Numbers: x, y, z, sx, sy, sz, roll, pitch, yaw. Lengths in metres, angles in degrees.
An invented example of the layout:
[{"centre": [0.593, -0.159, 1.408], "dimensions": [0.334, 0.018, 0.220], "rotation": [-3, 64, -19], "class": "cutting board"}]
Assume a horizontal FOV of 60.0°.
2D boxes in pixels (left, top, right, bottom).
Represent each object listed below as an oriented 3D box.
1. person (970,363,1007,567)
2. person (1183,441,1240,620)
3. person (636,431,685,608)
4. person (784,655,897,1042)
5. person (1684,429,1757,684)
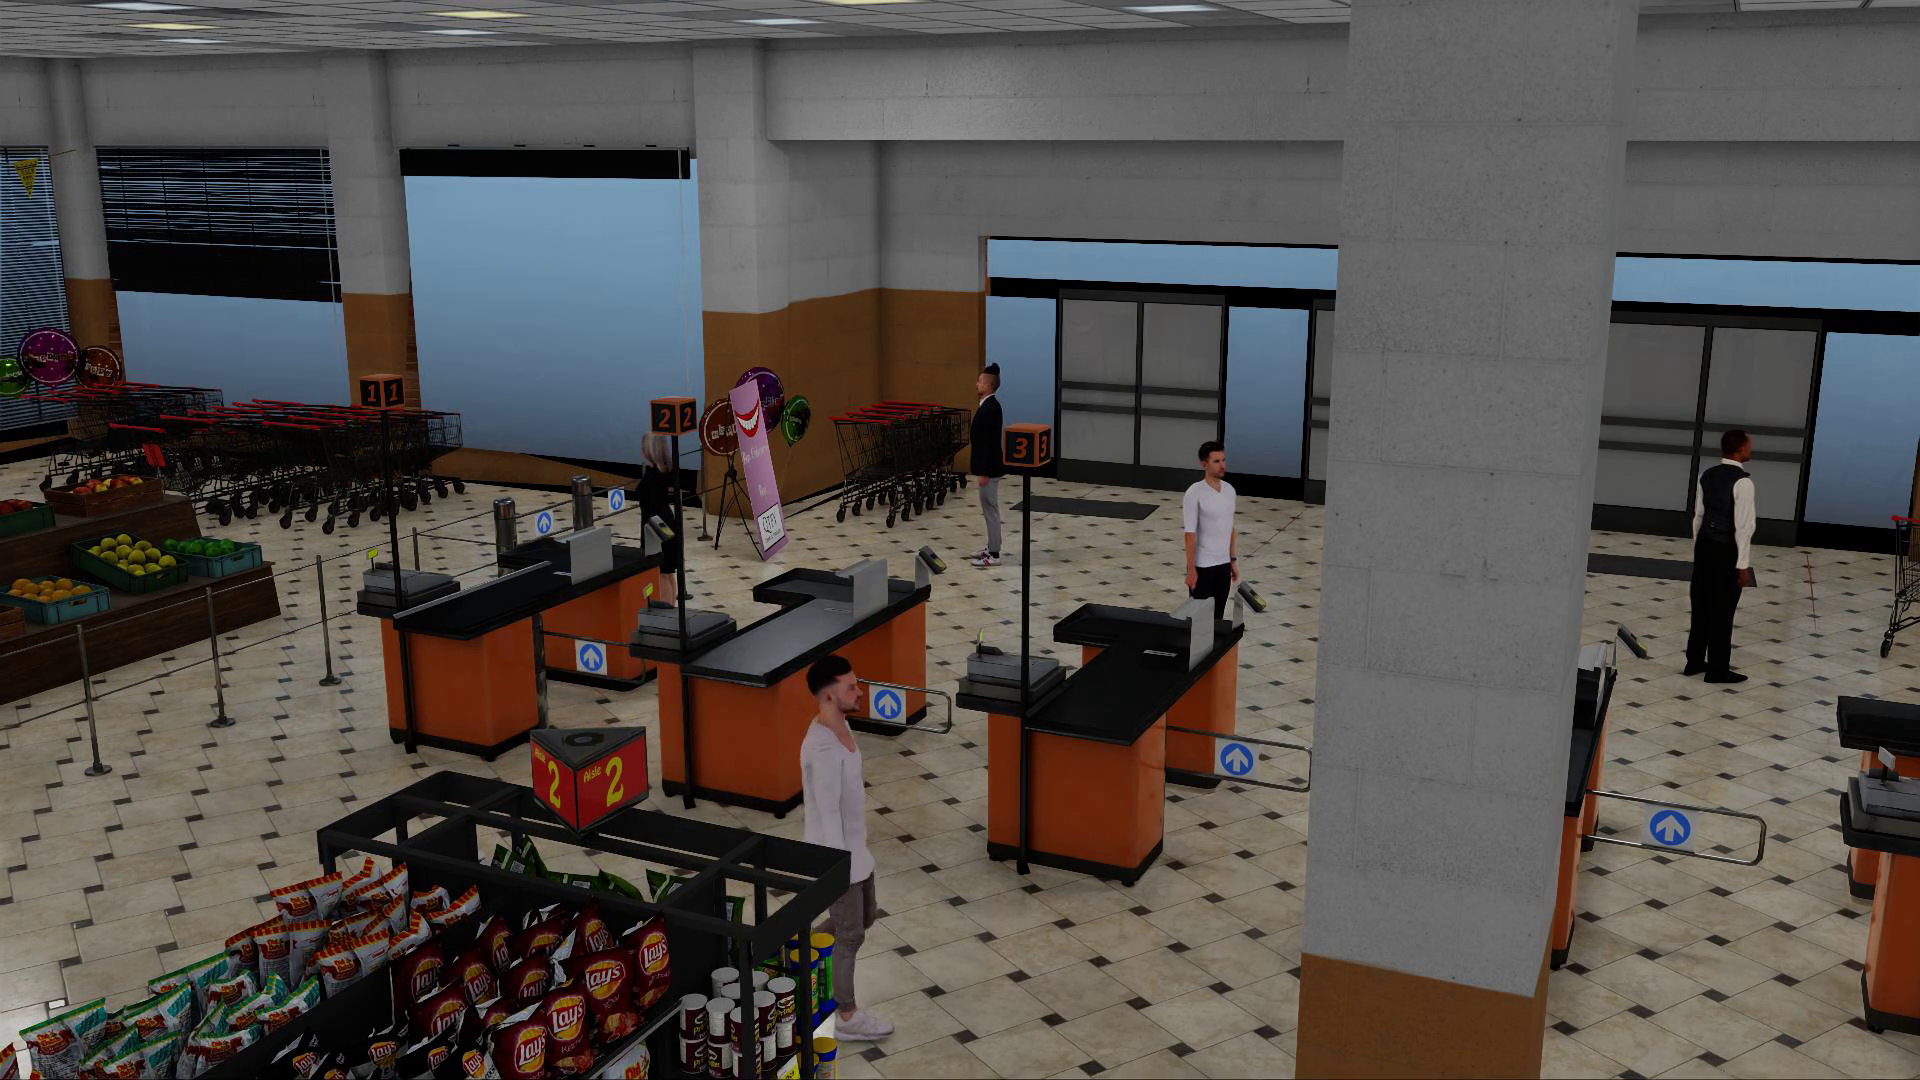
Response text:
[{"centre": [0.277, -0.732, 15.982], "dimensions": [0.852, 1.950, 0.689], "rotation": [0, 14, 1], "class": "person"}, {"centre": [1.865, 0.171, 12.468], "dimensions": [0.679, 1.851, 0.813], "rotation": [-10, 17, -36], "class": "person"}, {"centre": [-2.455, -0.034, 13.537], "dimensions": [0.738, 1.746, 0.619], "rotation": [1, 14, 4], "class": "person"}, {"centre": [-0.614, 1.394, 7.478], "dimensions": [0.903, 1.826, 0.919], "rotation": [1, 14, 4], "class": "person"}, {"centre": [5.742, 0.112, 12.569], "dimensions": [0.836, 1.918, 0.761], "rotation": [-4, 14, -17], "class": "person"}]
